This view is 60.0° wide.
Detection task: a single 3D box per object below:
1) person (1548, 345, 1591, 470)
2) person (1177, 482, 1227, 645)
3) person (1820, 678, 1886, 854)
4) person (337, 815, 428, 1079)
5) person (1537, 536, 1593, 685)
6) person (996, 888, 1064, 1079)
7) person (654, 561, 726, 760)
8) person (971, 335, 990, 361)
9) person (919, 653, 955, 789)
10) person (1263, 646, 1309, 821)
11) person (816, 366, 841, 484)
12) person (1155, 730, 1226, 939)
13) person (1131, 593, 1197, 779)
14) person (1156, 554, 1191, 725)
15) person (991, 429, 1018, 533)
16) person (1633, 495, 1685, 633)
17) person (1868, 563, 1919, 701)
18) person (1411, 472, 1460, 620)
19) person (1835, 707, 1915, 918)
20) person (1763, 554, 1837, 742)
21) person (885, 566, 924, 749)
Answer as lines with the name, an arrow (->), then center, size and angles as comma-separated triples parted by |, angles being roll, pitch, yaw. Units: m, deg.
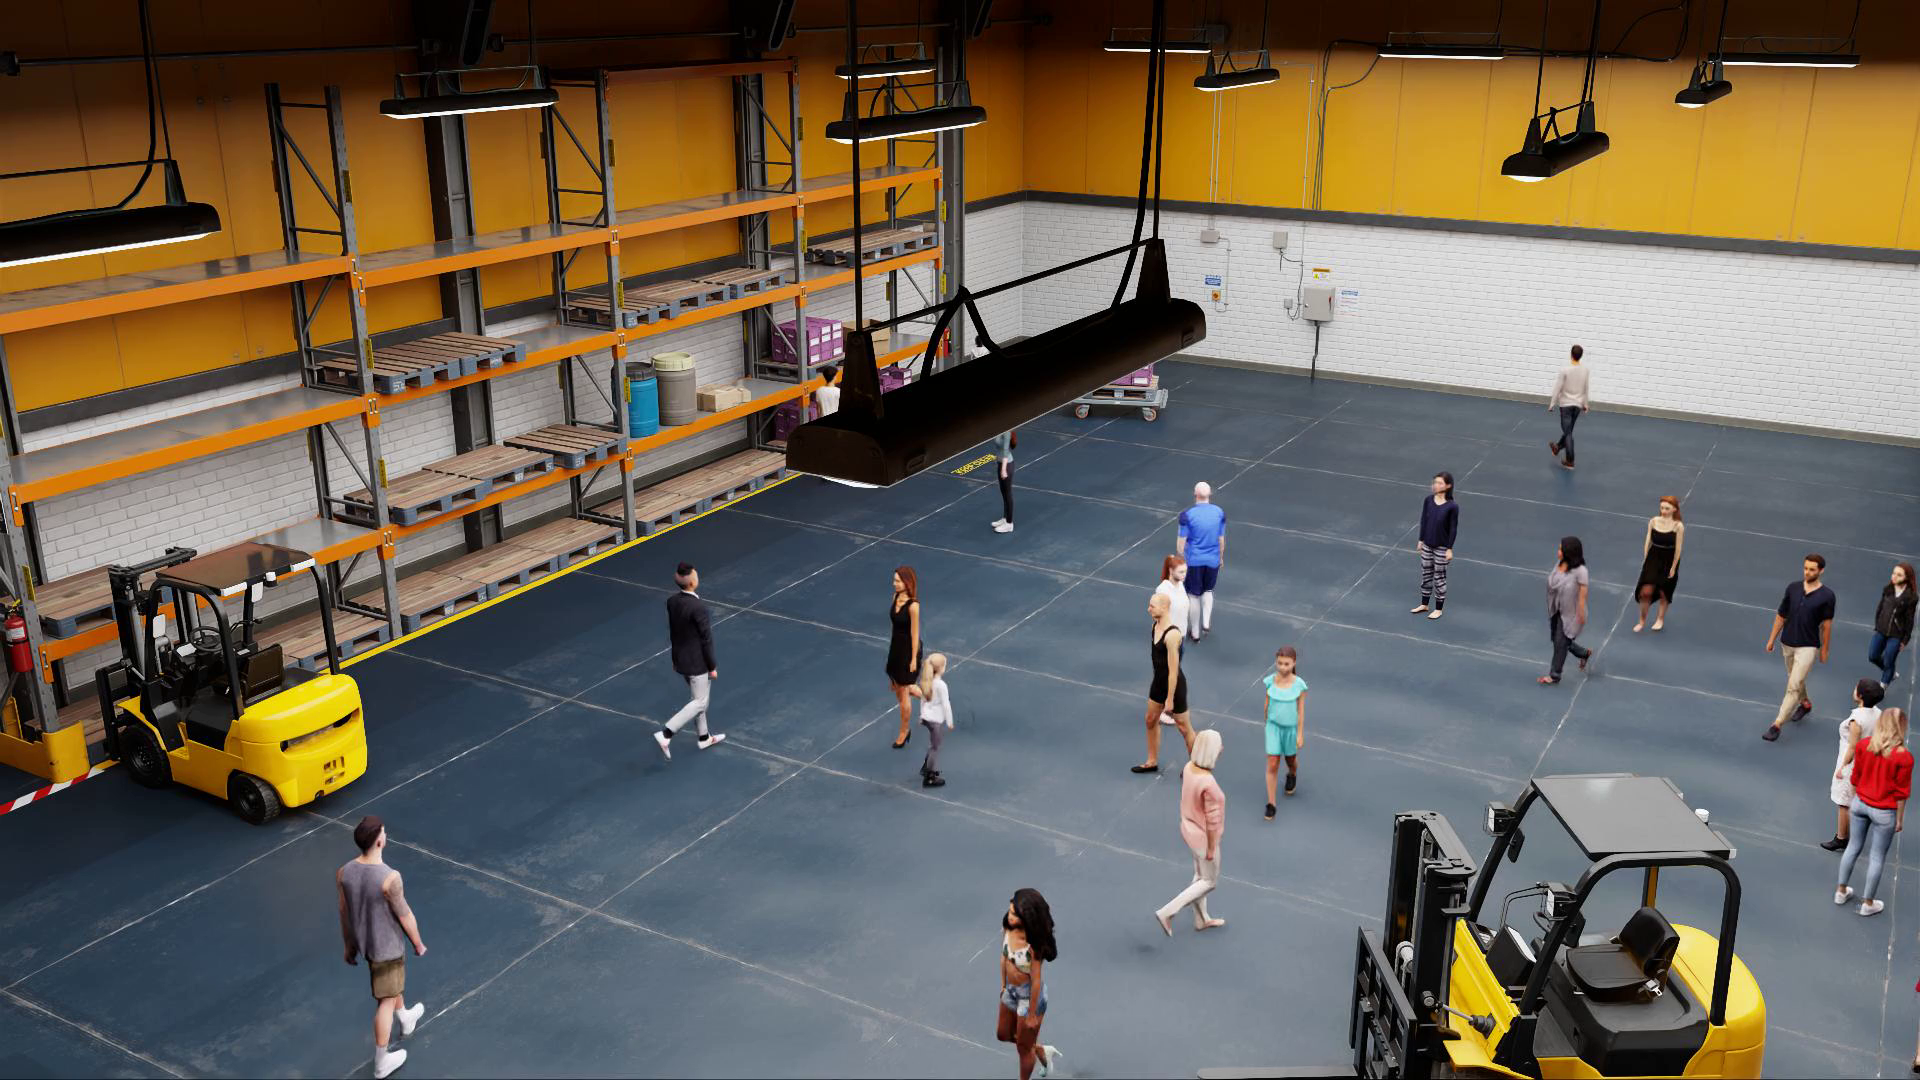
person -> 9.194, -1.967, 24.923 | 1.084, 1.837, 1.181 | -3, 19, -10
person -> 2.677, 0.269, 18.287 | 0.802, 1.834, 0.851 | -3, 19, -10
person -> 7.509, 1.880, 13.939 | 0.586, 1.556, 0.694 | -12, 22, -32
person -> -3.883, 2.720, 11.002 | 0.747, 1.823, 0.998 | 7, 20, 19
person -> 6.394, 0.725, 17.323 | 1.002, 1.586, 0.955 | -4, 19, -13
person -> 0.469, 2.941, 10.697 | 0.820, 1.613, 0.726 | -12, 22, -32
person -> -2.572, 1.133, 15.558 | 1.149, 1.937, 0.916 | -17, 25, -40
person -> 0.337, -2.904, 28.604 | 0.562, 1.262, 0.604 | 0, 19, 1
person -> -0.298, 1.647, 15.082 | 0.618, 1.268, 0.573 | -9, 21, -26
person -> 2.880, 1.644, 14.685 | 0.668, 1.526, 1.107 | 7, 20, 20
person -> -1.880, -1.699, 24.307 | 0.620, 1.722, 0.525 | 10, 21, 27
person -> 1.755, 2.249, 12.598 | 0.996, 1.711, 0.900 | -8, 20, -21
person -> 1.978, 1.337, 15.190 | 0.987, 1.786, 0.912 | -8, 20, -23
person -> 2.064, 0.962, 16.380 | 0.647, 1.737, 0.497 | 13, 23, 34
person -> 0.594, -0.970, 22.109 | 0.723, 1.743, 0.637 | -2, 19, -5
person -> 7.947, 0.250, 18.708 | 0.612, 1.600, 0.750 | 13, 23, 35
person -> 9.516, 0.921, 16.909 | 0.823, 1.477, 0.751 | -8, 20, -23
person -> 5.493, 0.040, 19.124 | 0.639, 1.733, 0.670 | -14, 23, -36
person -> 7.154, 2.110, 13.027 | 0.684, 1.701, 0.690 | -12, 22, -31
person -> 8.186, 1.008, 16.122 | 1.287, 1.814, 0.983 | -14, 23, -35
person -> -0.441, 1.108, 15.811 | 0.925, 1.824, 0.785 | -13, 22, -33
